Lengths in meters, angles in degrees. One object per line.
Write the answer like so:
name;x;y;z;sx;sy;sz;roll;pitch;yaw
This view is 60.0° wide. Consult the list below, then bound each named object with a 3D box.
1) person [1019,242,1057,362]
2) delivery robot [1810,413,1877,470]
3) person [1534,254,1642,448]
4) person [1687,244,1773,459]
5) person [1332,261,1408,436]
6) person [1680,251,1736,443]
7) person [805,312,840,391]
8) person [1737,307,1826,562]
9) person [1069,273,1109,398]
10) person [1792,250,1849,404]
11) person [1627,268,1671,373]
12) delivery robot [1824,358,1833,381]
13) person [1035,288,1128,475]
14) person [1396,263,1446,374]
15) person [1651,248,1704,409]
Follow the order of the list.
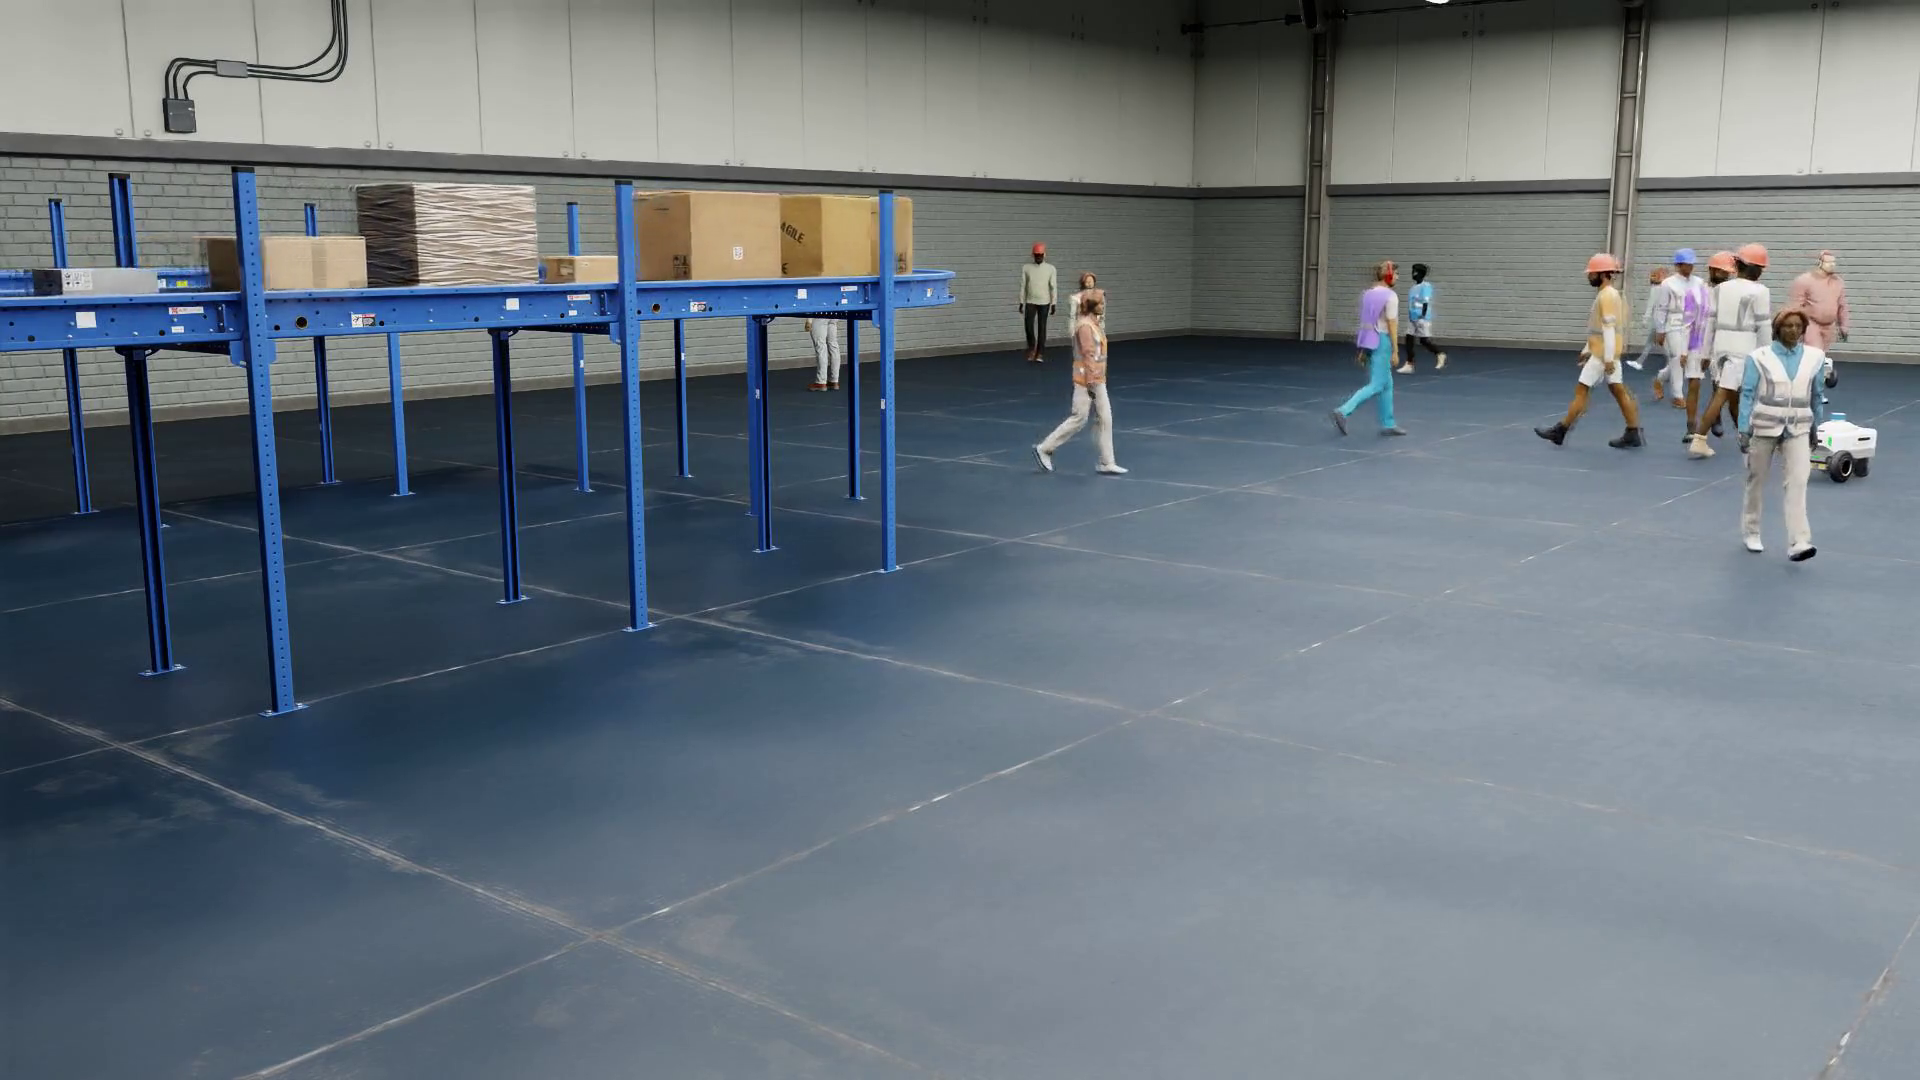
person;1.290;-3.941;27.605;0.651;1.975;0.547;1;10;7
delivery robot;7.518;-0.845;14.257;0.707;0.478;0.477;-6;12;-30
person;6.229;-1.842;16.257;1.022;1.881;0.560;5;12;28
person;7.253;-1.751;15.491;1.062;1.982;0.610;-3;11;-18
person;4.258;-1.967;17.144;0.830;1.813;0.600;-3;11;-14
person;7.541;-1.946;16.762;0.542;1.917;0.595;3;11;18
person;-1.849;-2.988;22.436;0.372;1.940;0.627;8;13;38
person;5.200;-0.669;10.530;0.545;1.587;0.860;2;10;8
person;1.615;-2.521;20.761;0.535;1.597;0.818;-3;11;-17
person;10.629;-2.596;20.414;0.680;1.876;0.814;-2;10;-13
person;10.667;-3.372;25.537;0.518;1.585;0.863;-10;14;-44
delivery robot;11.827;-2.451;23.146;0.477;0.478;0.707;0;10;3
person;1.053;-1.370;14.395;0.734;1.611;0.515;4;11;19
person;7.037;-3.365;25.244;0.686;1.678;0.528;-3;11;-15
person;8.743;-2.593;20.289;0.610;1.927;0.752;-3;11;-17
